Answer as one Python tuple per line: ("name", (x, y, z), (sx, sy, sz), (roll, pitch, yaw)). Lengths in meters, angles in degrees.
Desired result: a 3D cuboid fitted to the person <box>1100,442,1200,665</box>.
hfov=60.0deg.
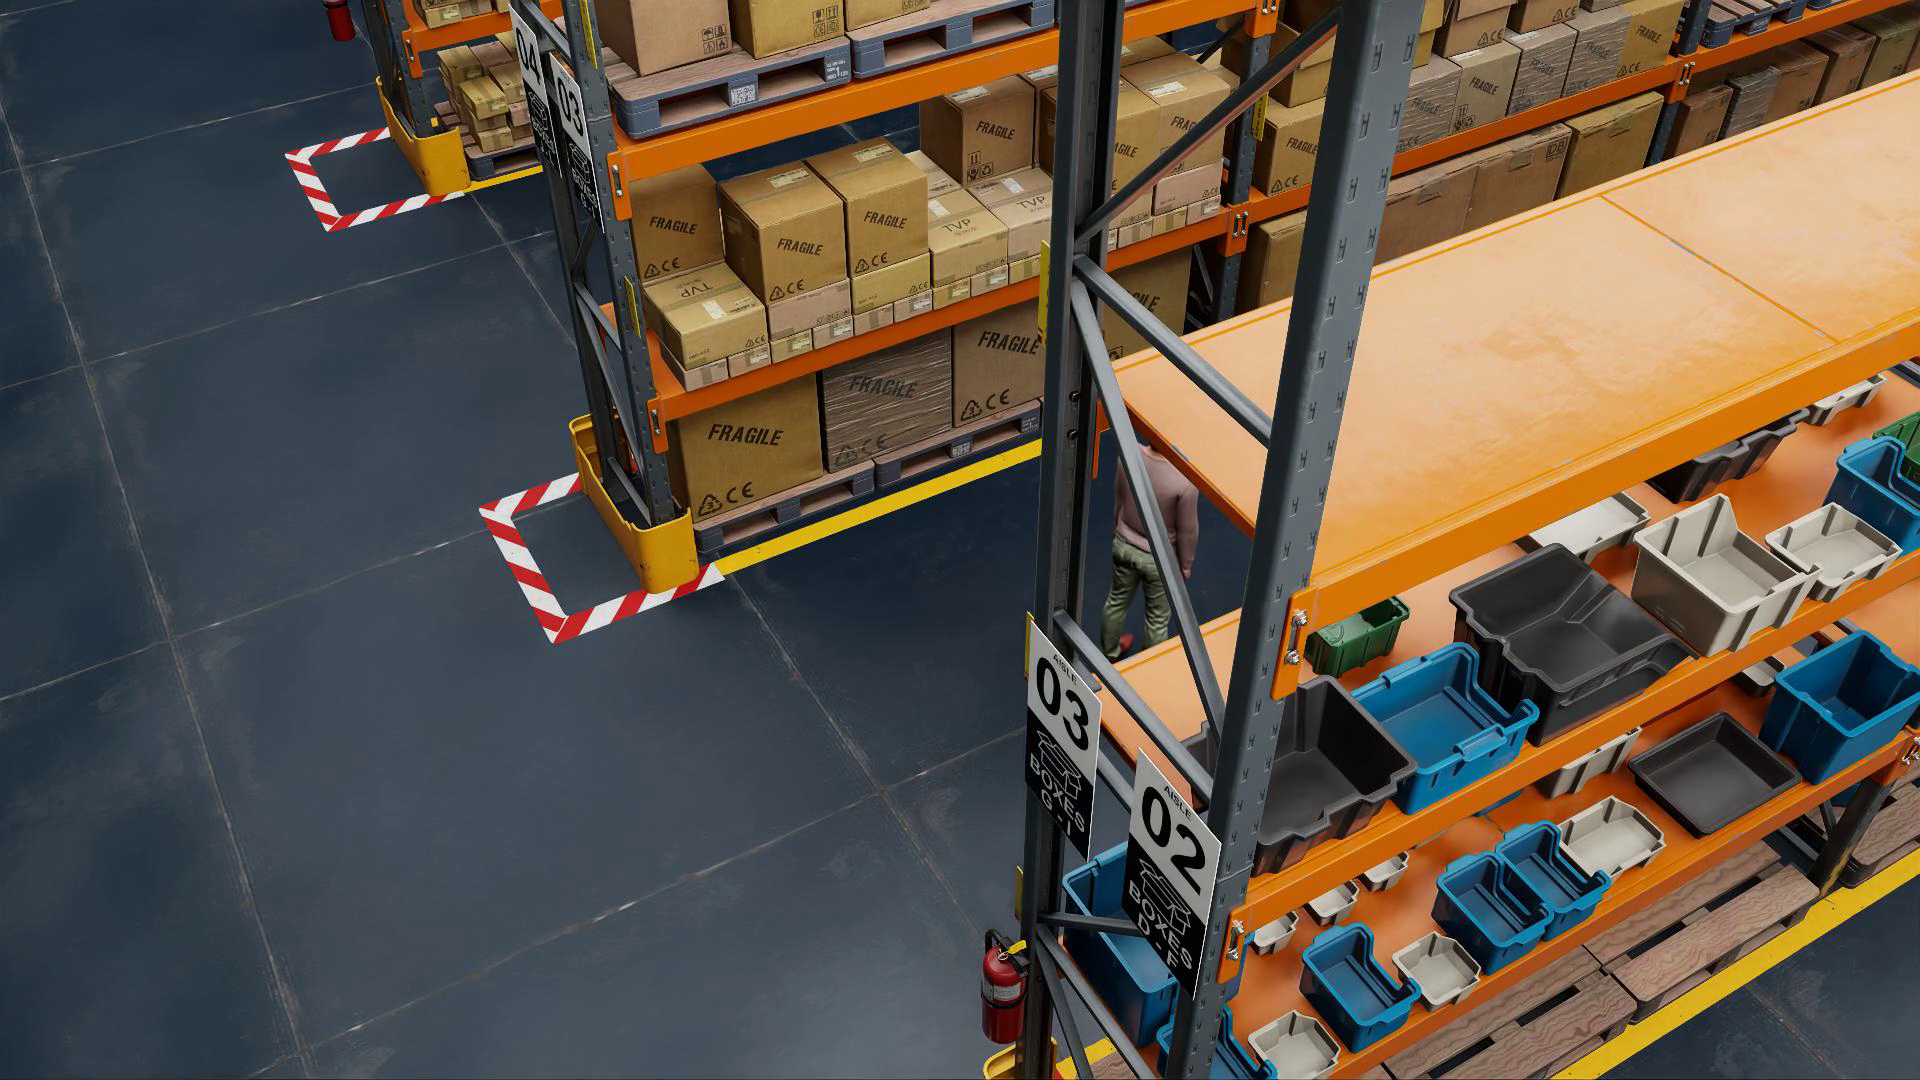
("person", (0.979, 0.053, 8.683), (0.744, 1.871, 0.726), (28, 50, 26))
